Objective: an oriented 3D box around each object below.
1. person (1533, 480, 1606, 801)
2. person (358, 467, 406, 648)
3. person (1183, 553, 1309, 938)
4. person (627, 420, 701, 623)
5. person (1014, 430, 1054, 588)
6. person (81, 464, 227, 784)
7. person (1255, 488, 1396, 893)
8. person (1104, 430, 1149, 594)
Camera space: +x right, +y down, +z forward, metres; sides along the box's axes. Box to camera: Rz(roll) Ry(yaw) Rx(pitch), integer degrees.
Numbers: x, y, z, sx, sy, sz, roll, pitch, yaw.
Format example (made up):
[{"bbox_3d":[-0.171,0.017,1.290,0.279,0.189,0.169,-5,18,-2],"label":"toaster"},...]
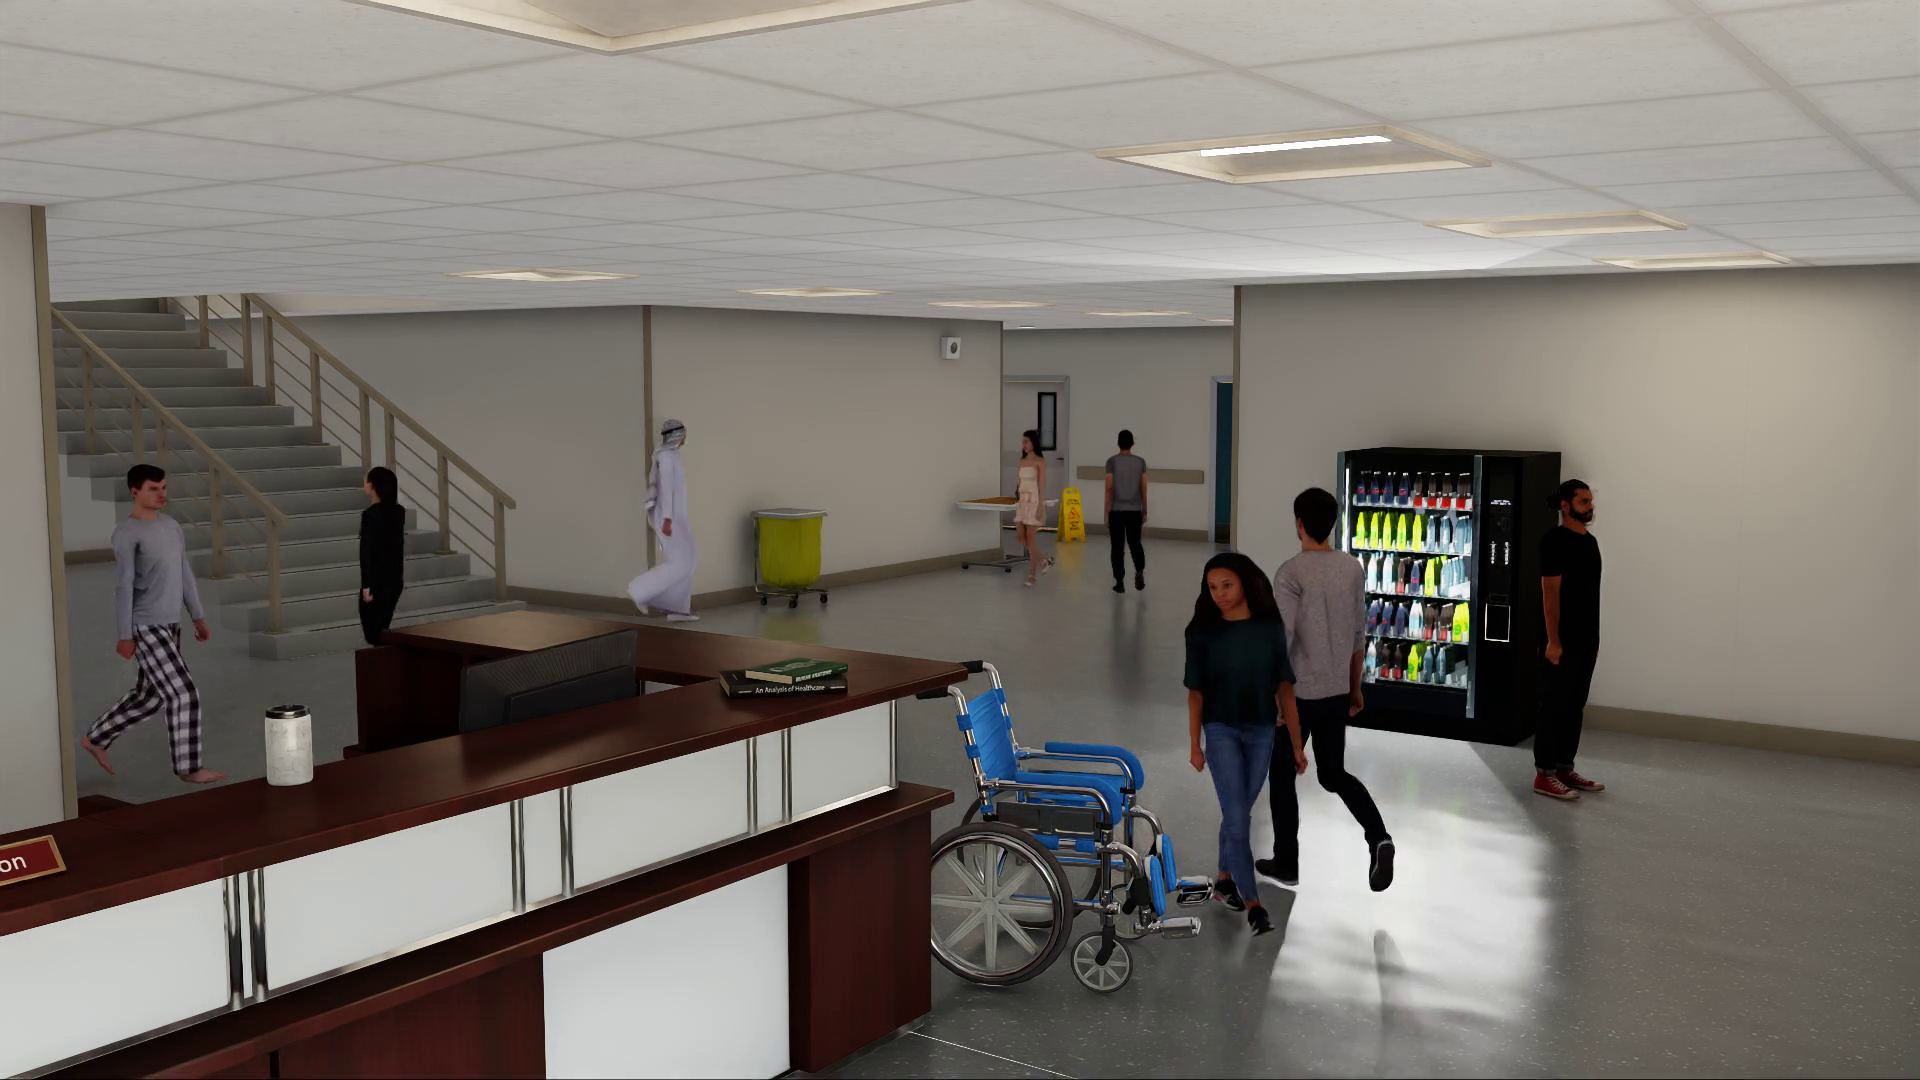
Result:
[{"bbox_3d":[3.396,0.541,9.294,0.674,1.758,0.641,-5,8,-43],"label":"person"},{"bbox_3d":[-3.950,0.347,11.522,0.936,1.697,0.706,2,6,22],"label":"person"},{"bbox_3d":[1.164,0.849,7.132,1.022,1.578,1.082,-1,6,-12],"label":"person"},{"bbox_3d":[-2.801,-0.162,15.589,1.060,1.897,0.971,0,6,2],"label":"person"},{"bbox_3d":[0.857,-0.337,18.201,0.758,1.722,0.741,-5,7,-39],"label":"person"},{"bbox_3d":[-4.656,0.501,9.445,1.220,1.807,0.979,1,6,6],"label":"person"},{"bbox_3d":[1.632,0.696,7.420,0.952,1.825,1.121,-3,6,-27],"label":"person"},{"bbox_3d":[1.764,-0.289,17.617,0.852,1.744,0.911,-1,6,-9],"label":"person"}]
